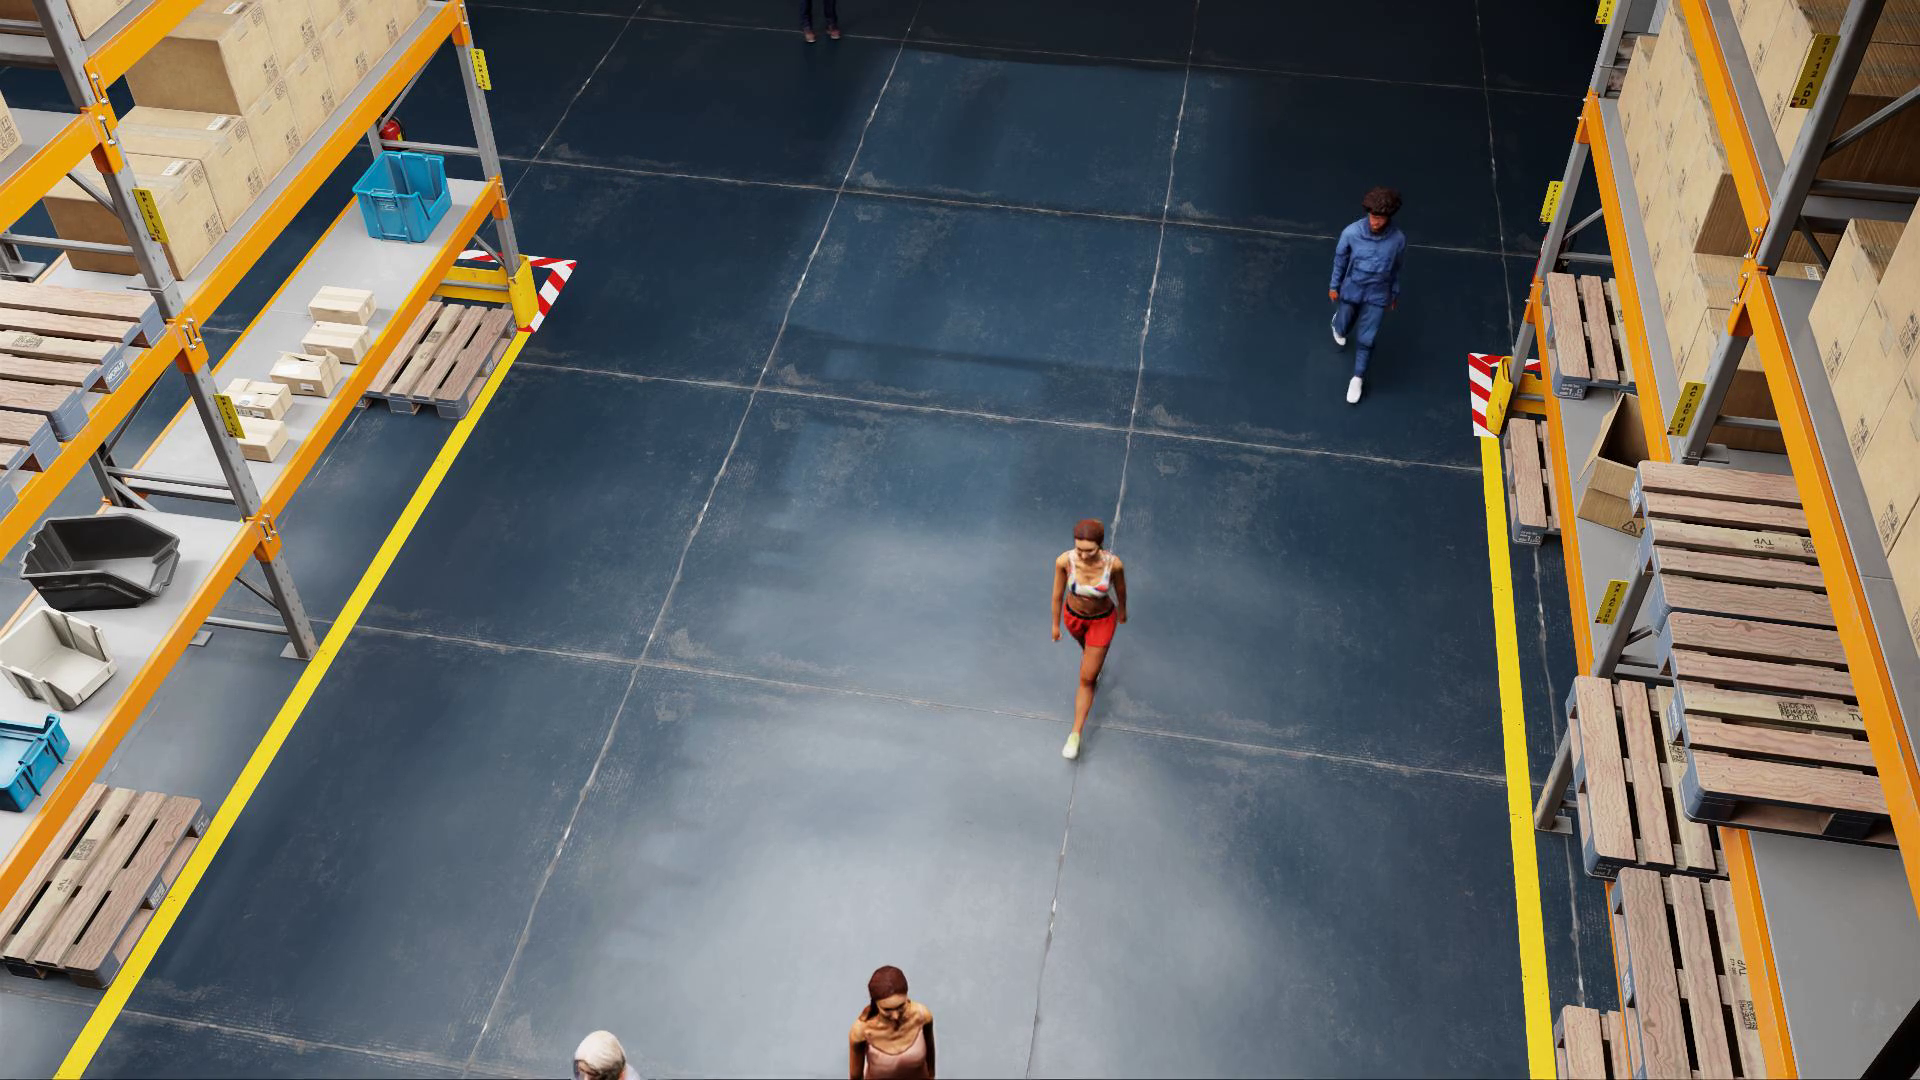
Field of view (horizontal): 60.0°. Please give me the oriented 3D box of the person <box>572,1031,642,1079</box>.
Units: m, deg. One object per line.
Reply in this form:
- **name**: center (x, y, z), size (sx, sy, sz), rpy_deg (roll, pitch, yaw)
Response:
- **person**: center (-1.554, 2.739, 7.916), size (0.819, 1.705, 0.948), rpy_deg (28, 50, 26)

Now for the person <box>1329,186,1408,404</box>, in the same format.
- **person**: center (3.116, -1.985, 12.824), size (0.699, 1.777, 1.022), rpy_deg (6, 44, 6)

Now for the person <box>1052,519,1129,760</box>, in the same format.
- **person**: center (0.819, 0.439, 10.305), size (0.674, 1.740, 1.211), rpy_deg (10, 44, 10)

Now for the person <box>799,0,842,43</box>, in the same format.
- **person**: center (-1.495, -6.014, 17.008), size (0.859, 1.838, 0.849), rpy_deg (-14, 45, -14)

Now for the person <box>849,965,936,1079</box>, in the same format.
- **person**: center (-0.316, 2.601, 7.970), size (0.655, 1.832, 0.664), rpy_deg (-14, 45, -15)
